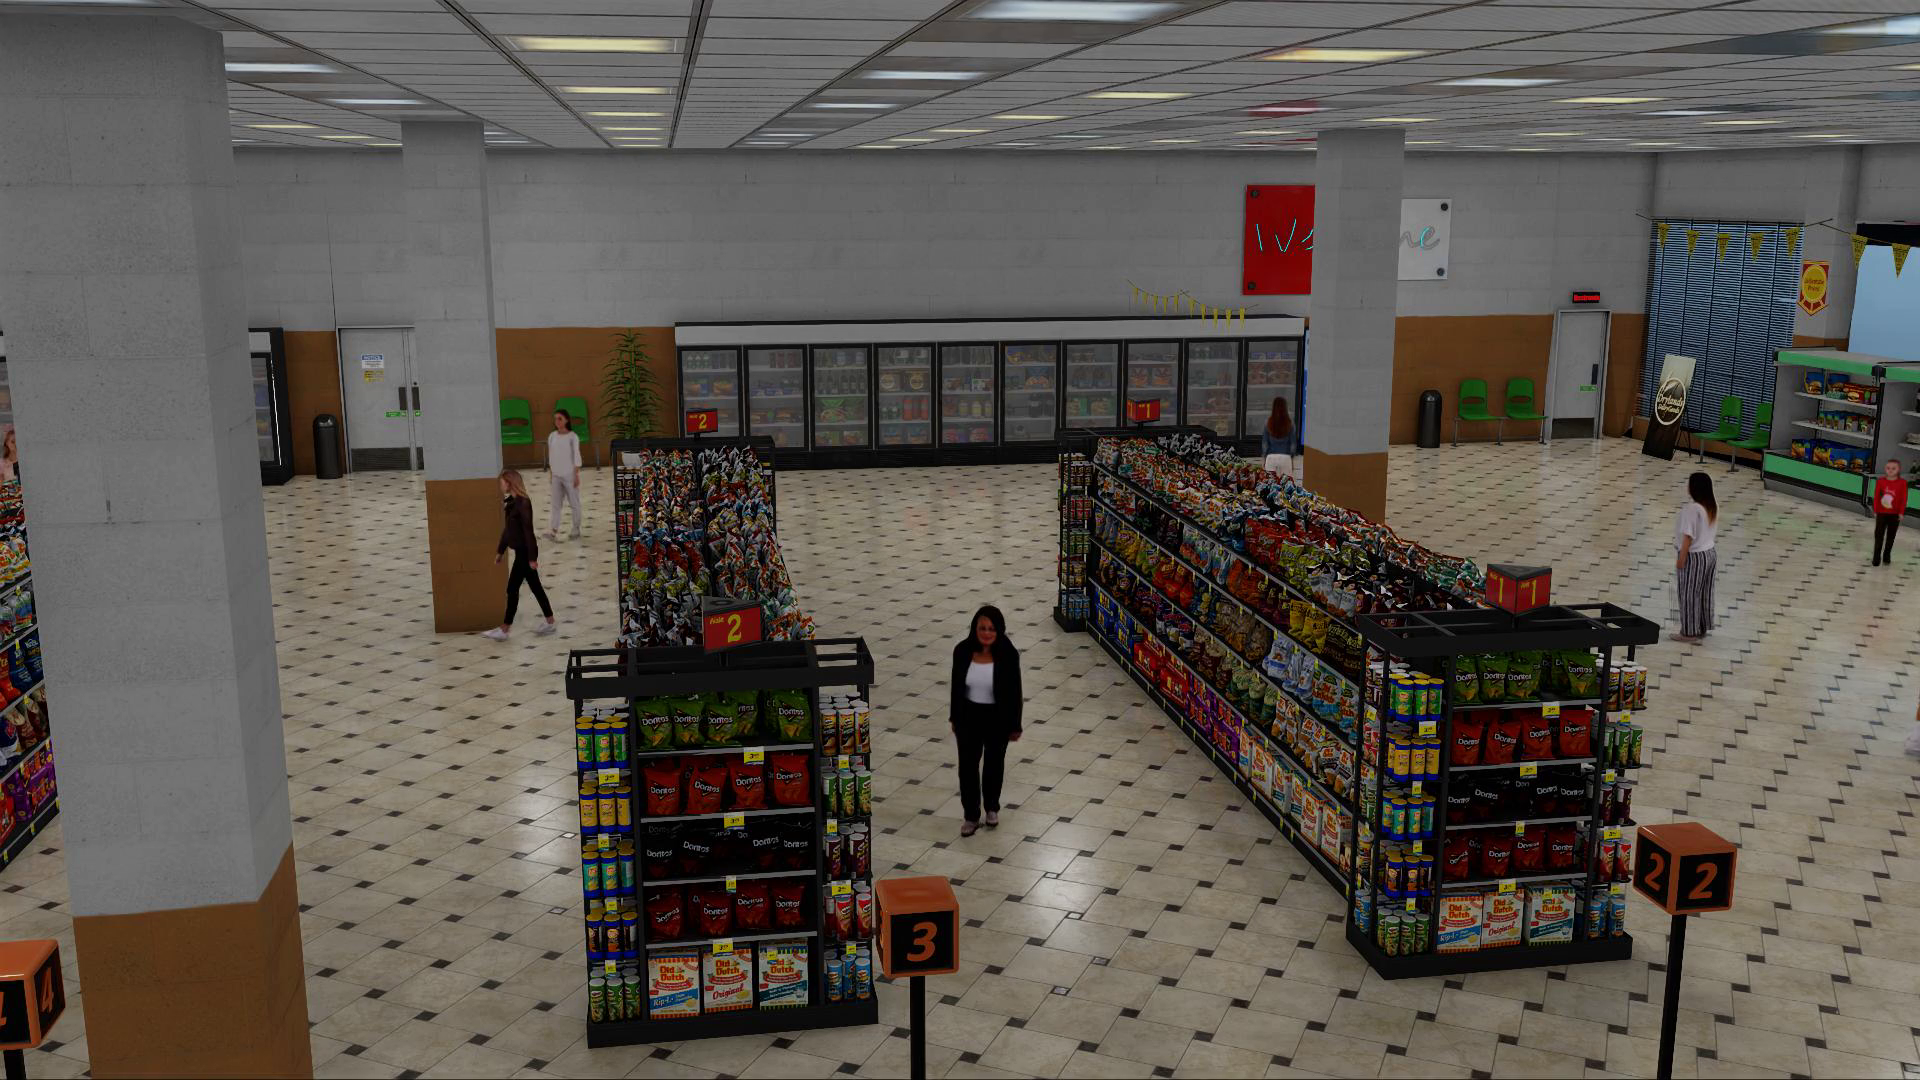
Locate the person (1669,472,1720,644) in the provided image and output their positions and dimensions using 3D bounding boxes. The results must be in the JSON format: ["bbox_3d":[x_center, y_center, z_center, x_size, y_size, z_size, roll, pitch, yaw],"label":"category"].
[{"bbox_3d":[7.230,0.160,16.330,0.788,1.679,0.793,-9,15,-36],"label":"person"}]

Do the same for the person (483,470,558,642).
[{"bbox_3d":[-4.213,0.153,16.411,0.879,1.659,1.012,-6,14,-28],"label":"person"}]

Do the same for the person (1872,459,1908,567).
[{"bbox_3d":[10.969,-0.312,19.611,0.824,1.250,0.929,7,14,29],"label":"person"}]

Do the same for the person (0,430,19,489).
[{"bbox_3d":[-10.309,-0.302,18.213,0.917,1.806,1.138,-9,15,-37],"label":"person"}]

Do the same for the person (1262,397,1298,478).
[{"bbox_3d":[4.206,-1.037,21.960,0.686,1.701,0.678,4,12,17],"label":"person"}]

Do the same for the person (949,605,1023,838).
[{"bbox_3d":[0.181,1.215,11.518,0.770,1.596,0.852,1,12,4],"label":"person"}]

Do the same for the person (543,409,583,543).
[{"bbox_3d":[-4.941,-0.810,20.999,0.882,1.653,1.113,3,12,12],"label":"person"}]
